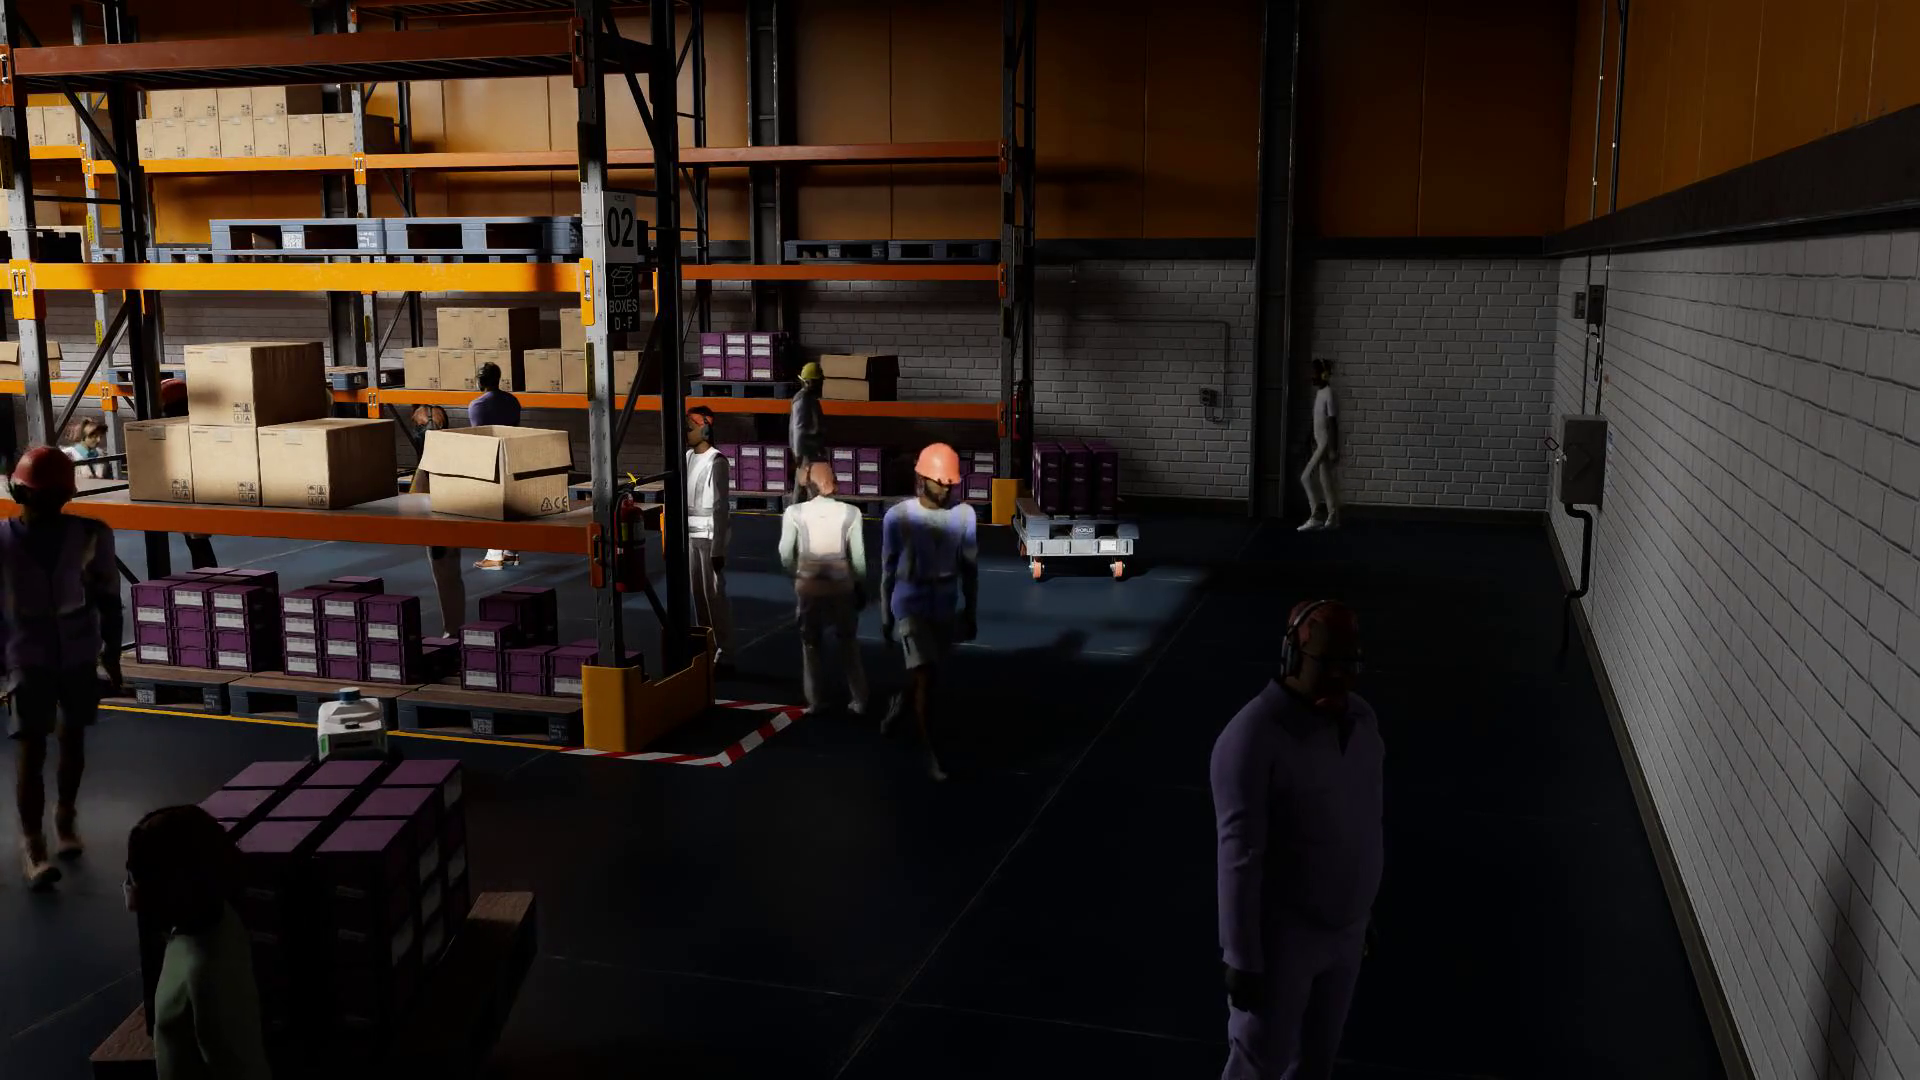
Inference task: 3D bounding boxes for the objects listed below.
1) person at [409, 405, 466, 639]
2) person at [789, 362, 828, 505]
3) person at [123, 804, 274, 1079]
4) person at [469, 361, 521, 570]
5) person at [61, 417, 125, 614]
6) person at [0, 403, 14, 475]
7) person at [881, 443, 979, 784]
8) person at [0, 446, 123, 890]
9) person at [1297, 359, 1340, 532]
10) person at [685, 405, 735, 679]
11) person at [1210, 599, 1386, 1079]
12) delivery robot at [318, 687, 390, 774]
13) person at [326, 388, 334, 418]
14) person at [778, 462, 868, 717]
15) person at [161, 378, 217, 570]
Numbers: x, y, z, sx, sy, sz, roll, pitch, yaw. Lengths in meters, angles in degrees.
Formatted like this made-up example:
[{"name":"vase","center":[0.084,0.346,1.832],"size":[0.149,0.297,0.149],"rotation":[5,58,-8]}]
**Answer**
[{"name":"person","center":[-3.727,-0.050,11.916],"size":[0.429,1.837,0.629],"rotation":[-3,10,-16]},{"name":"person","center":[-1.468,-0.959,17.519],"size":[0.757,1.804,0.627],"rotation":[1,9,4]},{"name":"person","center":[-1.803,1.393,3.806],"size":[0.832,1.591,0.527],"rotation":[-4,10,-25]},{"name":"person","center":[-4.339,-0.690,15.491],"size":[0.372,1.940,0.632],"rotation":[4,10,22]},{"name":"person","center":[-7.019,-0.181,13.421],"size":[0.810,1.593,0.567],"rotation":[3,10,20]},{"name":"person","center":[-8.651,-0.596,14.748],"size":[0.623,1.992,0.396],"rotation":[5,11,27]},{"name":"person","center":[-0.218,0.355,9.360],"size":[0.558,1.882,0.904],"rotation":[-4,10,-24]},{"name":"person","center":[-4.154,0.570,7.651],"size":[0.598,1.990,0.975],"rotation":[-7,12,-38]},{"name":"person","center":[3.802,-1.002,17.690],"size":[0.627,1.842,0.538],"rotation":[1,9,5]},{"name":"person","center":[-1.745,0.017,11.387],"size":[0.352,1.878,0.568],"rotation":[-5,11,-30]},{"name":"person","center":[0.985,1.101,4.692],"size":[0.643,1.903,0.399],"rotation":[-8,12,-41]},{"name":"delivery robot","center":[-3.257,1.032,8.917],"size":[0.477,0.478,0.707],"rotation":[-3,10,-20]},{"name":"person","center":[-6.748,-0.931,17.260],"size":[0.429,1.845,0.621],"rotation":[2,9,10]},{"name":"person","center":[-0.858,0.308,10.405],"size":[0.537,1.610,0.448],"rotation":[-2,10,-13]},{"name":"person","center":[-6.211,-0.338,13.380],"size":[0.381,1.928,0.542],"rotation":[-7,12,-38]}]
